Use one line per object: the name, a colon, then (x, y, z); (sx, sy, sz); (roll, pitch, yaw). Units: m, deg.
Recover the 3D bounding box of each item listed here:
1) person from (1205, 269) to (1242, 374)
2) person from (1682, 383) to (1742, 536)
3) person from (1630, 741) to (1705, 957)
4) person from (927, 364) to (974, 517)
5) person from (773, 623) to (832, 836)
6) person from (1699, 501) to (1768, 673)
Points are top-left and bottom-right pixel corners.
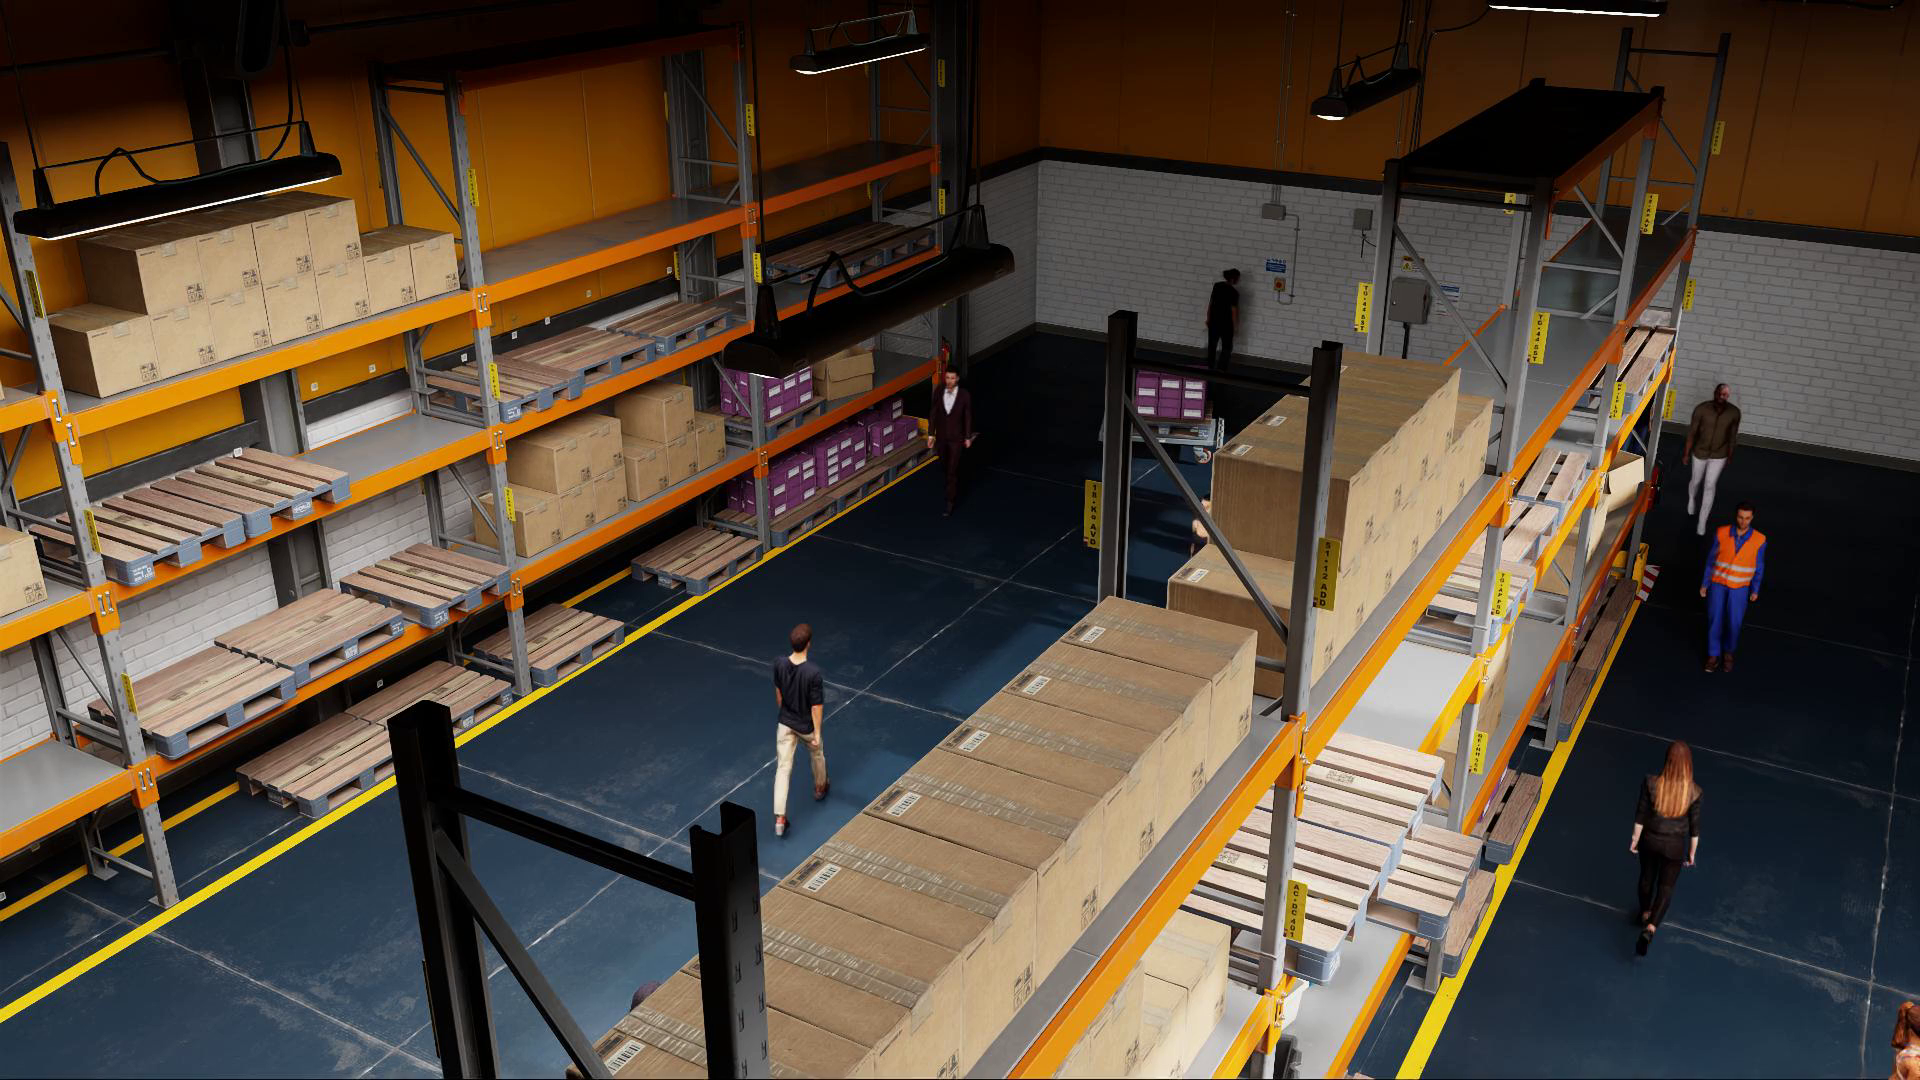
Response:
person: (3.921, -3.289, 25.268); (0.858, 1.726, 0.646); (12, 26, 26)
person: (9.023, -1.047, 20.047); (0.857, 1.798, 1.195); (9, 25, 20)
person: (5.253, 2.322, 12.475); (0.599, 1.691, 1.008); (12, 27, 26)
person: (-0.108, -1.298, 20.564); (0.812, 1.844, 1.249); (9, 25, 19)
person: (-1.398, 1.615, 13.949); (0.864, 1.805, 1.276); (6, 24, 13)
person: (7.678, 0.436, 16.592); (0.674, 1.850, 0.644); (13, 27, 26)
